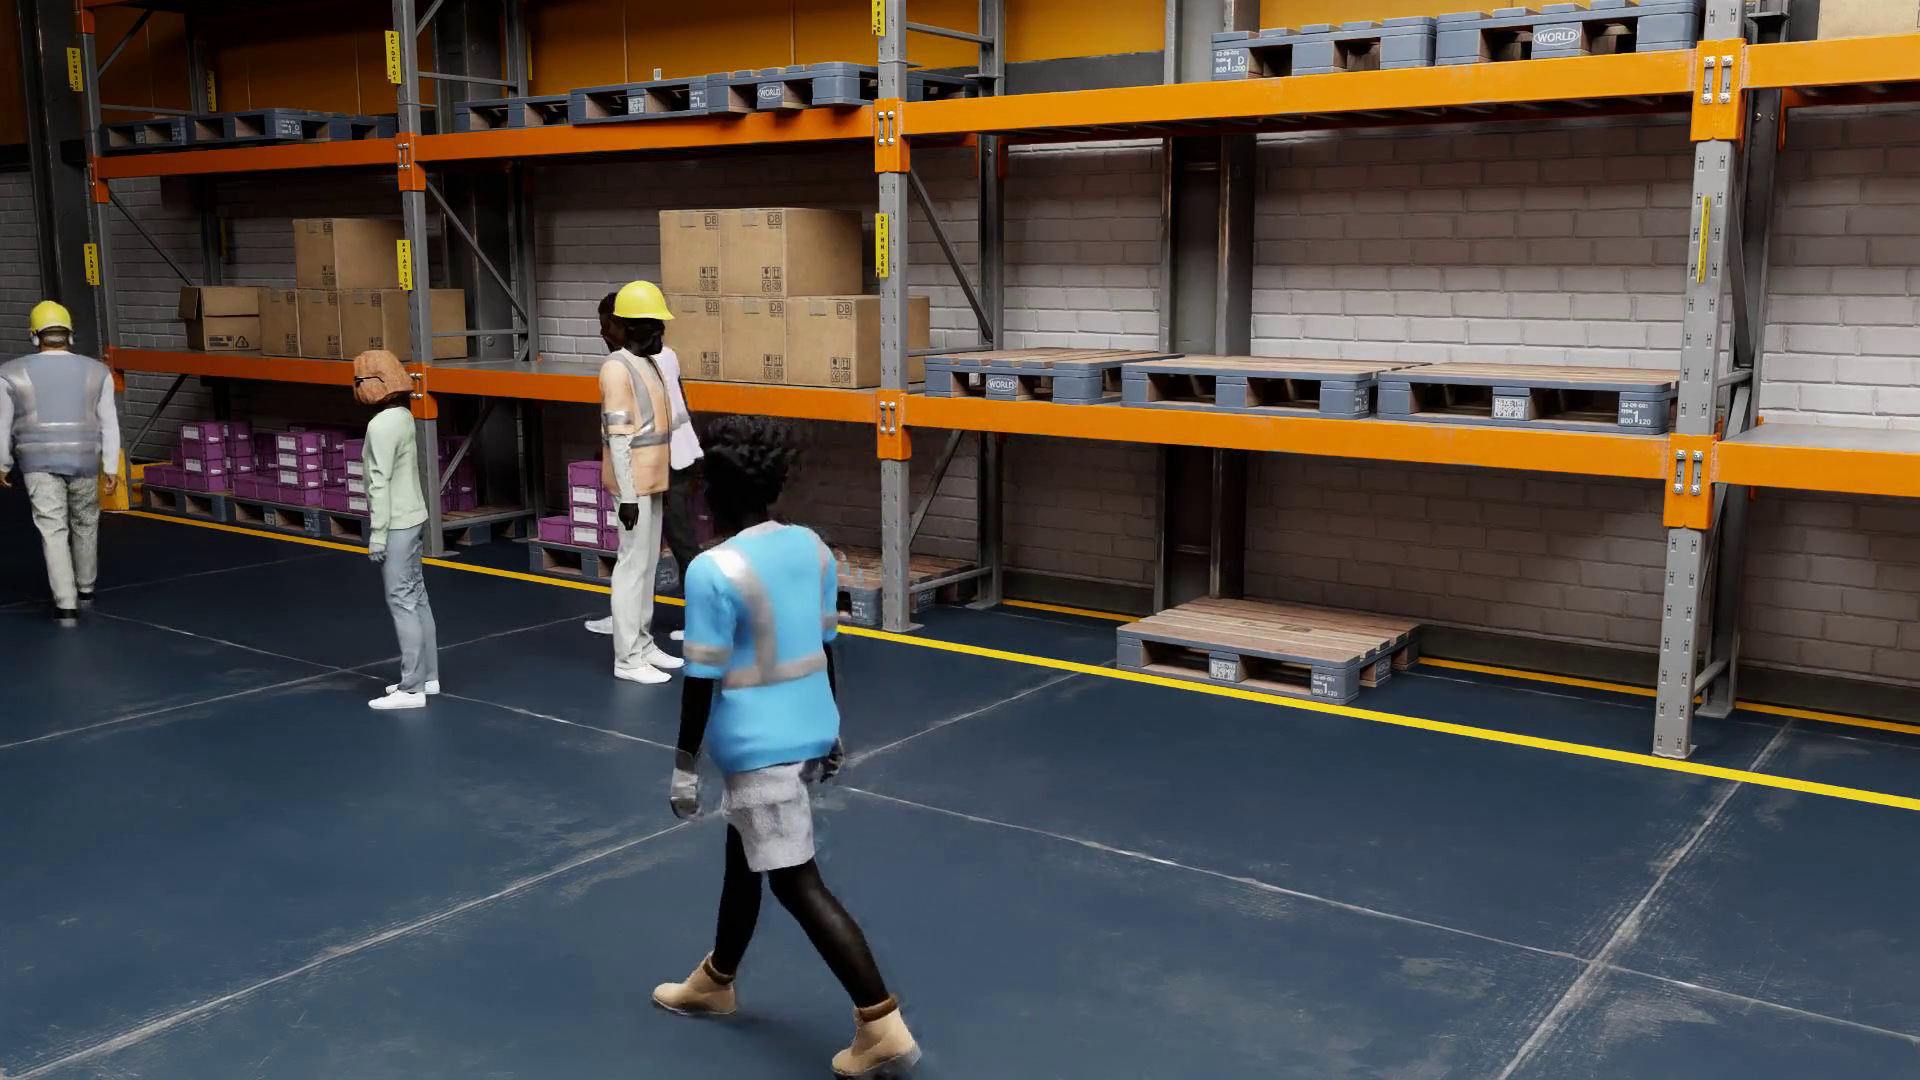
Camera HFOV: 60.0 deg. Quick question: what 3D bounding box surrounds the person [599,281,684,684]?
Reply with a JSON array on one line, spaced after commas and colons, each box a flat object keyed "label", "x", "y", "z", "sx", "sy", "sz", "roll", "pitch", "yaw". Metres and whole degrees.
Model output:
[{"label": "person", "x": -1.531, "y": -0.279, "z": 8.036, "sx": 0.369, "sy": 1.925, "sz": 0.594, "roll": 1, "pitch": 10, "yaw": 4}]

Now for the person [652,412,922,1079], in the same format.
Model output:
[{"label": "person", "x": -0.444, "y": 0.510, "z": 4.159, "sx": 0.869, "sy": 1.659, "sz": 0.542, "roll": 5, "pitch": 11, "yaw": 25}]

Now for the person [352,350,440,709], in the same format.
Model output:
[{"label": "person", "x": -2.571, "y": -0.048, "z": 7.566, "sx": 0.286, "sy": 1.624, "sz": 0.494, "roll": -1, "pitch": 10, "yaw": -7}]

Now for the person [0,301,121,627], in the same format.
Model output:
[{"label": "person", "x": -5.117, "y": -0.445, "z": 9.423, "sx": 0.609, "sy": 1.792, "sz": 0.898, "roll": -7, "pitch": 12, "yaw": -36}]

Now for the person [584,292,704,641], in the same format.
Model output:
[{"label": "person", "x": -1.662, "y": -0.359, "z": 8.722, "sx": 0.881, "sy": 1.855, "sz": 0.605, "roll": 1, "pitch": 10, "yaw": 6}]
